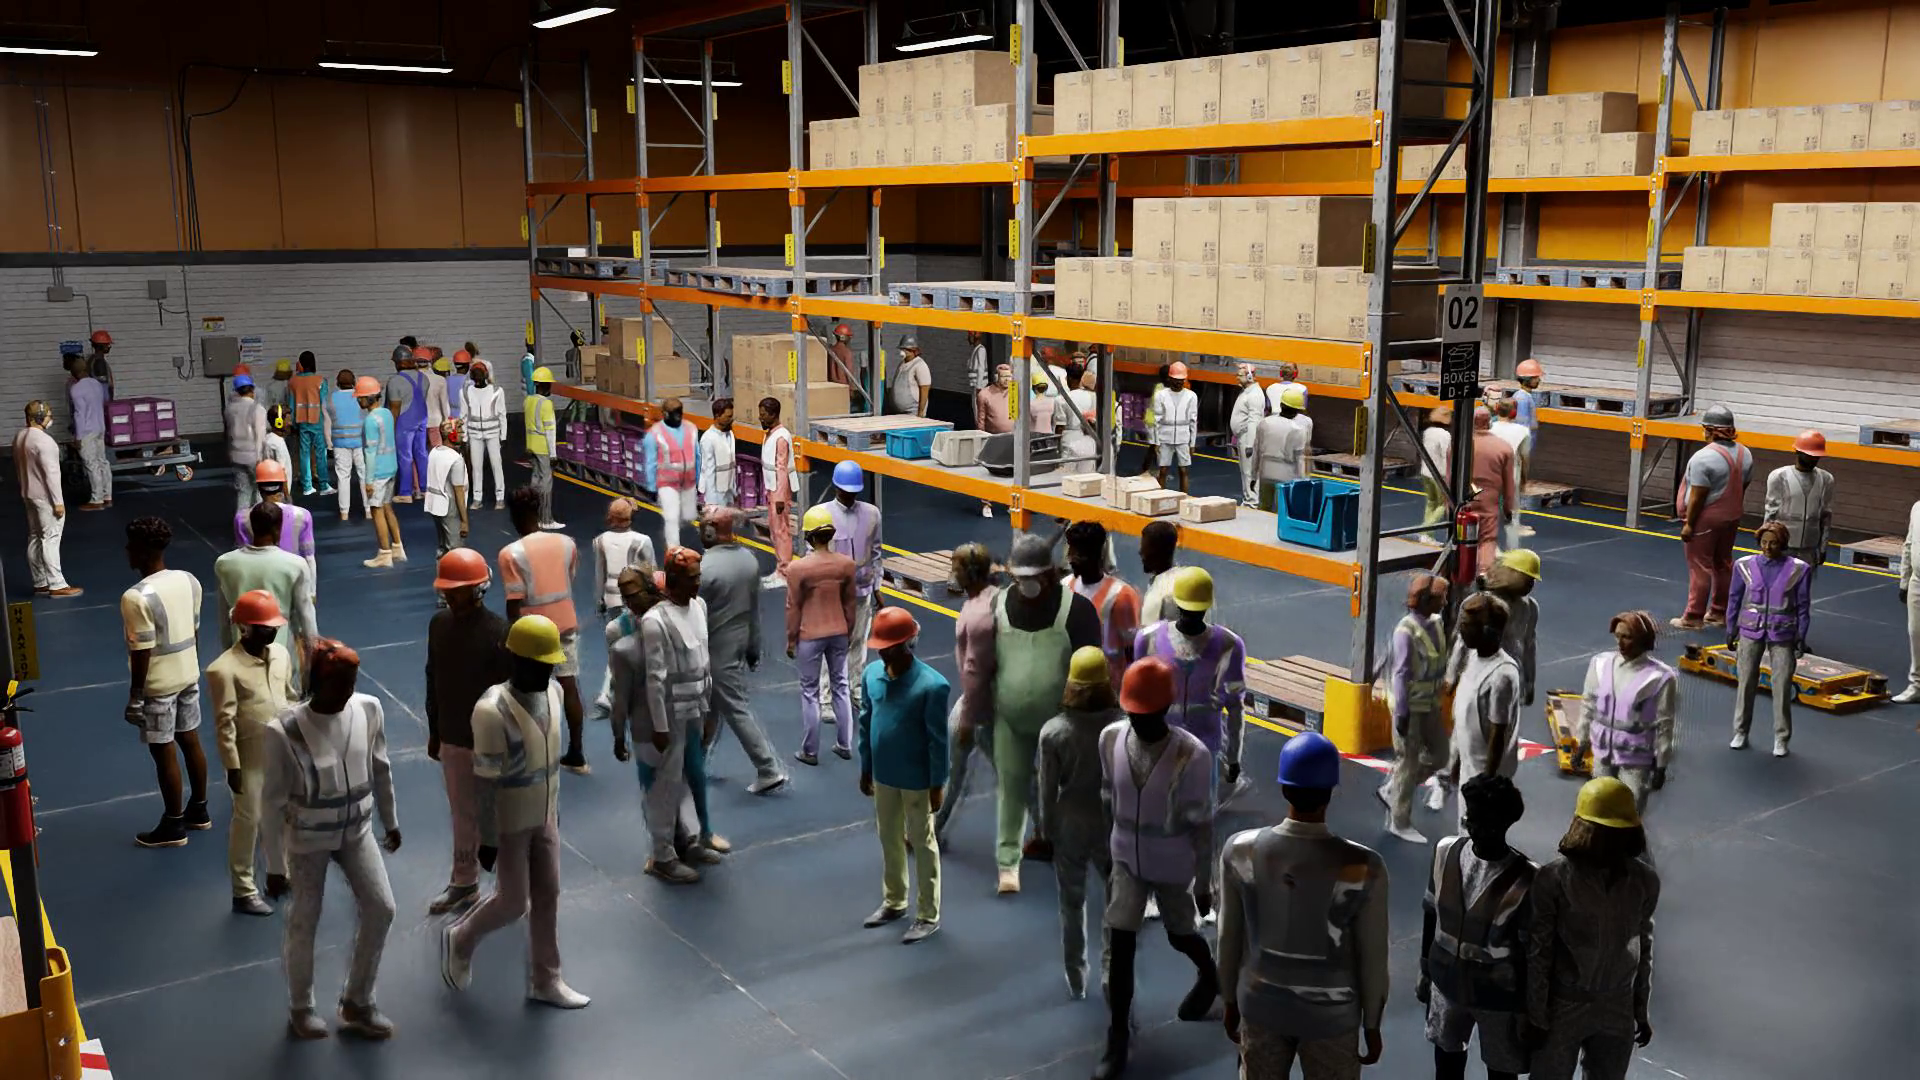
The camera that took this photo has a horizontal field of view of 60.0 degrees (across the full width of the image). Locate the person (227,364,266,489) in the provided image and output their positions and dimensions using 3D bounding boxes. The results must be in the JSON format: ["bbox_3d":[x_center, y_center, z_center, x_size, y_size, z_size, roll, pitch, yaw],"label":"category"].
[{"bbox_3d":[-9.728,-1.570,22.773,0.571,1.699,0.917,1,11,5],"label":"person"}]

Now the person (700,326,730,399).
[{"bbox_3d":[-4.178,-2.738,28.326,0.521,1.864,0.335,-4,12,-19],"label":"person"}]

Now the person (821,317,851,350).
[{"bbox_3d":[-2.396,-3.548,32.247,0.605,1.949,0.382,3,11,14],"label":"person"}]

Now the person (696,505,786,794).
[{"bbox_3d":[-1.526,0.700,10.736,0.973,1.870,0.647,5,12,22],"label":"person"}]

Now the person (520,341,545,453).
[{"bbox_3d":[-6.599,-2.232,25.854,0.568,1.837,0.637,-1,11,-4],"label":"person"}]

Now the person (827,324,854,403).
[{"bbox_3d":[-1.880,-2.425,26.391,0.391,1.991,0.612,-10,15,-41],"label":"person"}]

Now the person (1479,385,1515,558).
[{"bbox_3d":[5.702,-0.731,17.968,0.646,1.899,0.399,-3,11,-13],"label":"person"}]

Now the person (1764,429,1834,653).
[{"bbox_3d":[7.087,0.018,14.069,0.547,1.926,0.387,1,11,3],"label":"person"}]

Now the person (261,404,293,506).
[{"bbox_3d":[-6.723,-0.419,16.485,0.338,1.855,0.526,-8,14,-36],"label":"person"}]

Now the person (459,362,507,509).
[{"bbox_3d":[-6.007,-1.307,20.988,0.580,1.875,0.362,-1,11,-5],"label":"person"}]

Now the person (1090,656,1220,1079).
[{"bbox_3d":[0.909,1.364,7.305,0.552,1.892,0.938,7,13,32],"label":"person"}]

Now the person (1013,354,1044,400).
[{"bbox_3d":[0.900,-1.776,23.058,0.611,1.996,0.375,-11,15,-44],"label":"person"}]

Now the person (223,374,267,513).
[{"bbox_3d":[-8.118,-0.933,18.979,0.632,1.900,0.545,4,12,19],"label":"person"}]

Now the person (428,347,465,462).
[{"bbox_3d":[-7.392,-1.832,23.737,0.579,1.848,0.917,7,13,32],"label":"person"}]

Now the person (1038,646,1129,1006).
[{"bbox_3d":[0.602,1.349,7.741,0.494,1.729,0.513,1,11,4],"label":"person"}]

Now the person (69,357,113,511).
[{"bbox_3d":[-10.969,-1.333,20.944,0.371,1.936,0.629,0,11,0],"label":"person"}]

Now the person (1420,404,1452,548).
[{"bbox_3d":[5.304,-0.702,18.503,0.356,1.624,0.521,-3,11,-14],"label":"person"}]

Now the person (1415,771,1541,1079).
[{"bbox_3d":[1.925,1.672,6.179,0.318,1.698,0.533,-10,15,-40],"label":"person"}]

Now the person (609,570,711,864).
[{"bbox_3d":[-1.694,1.033,9.365,0.588,1.721,0.409,-8,14,-36],"label":"person"}]

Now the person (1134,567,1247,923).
[{"bbox_3d":[1.190,1.066,8.726,0.596,1.914,0.405,2,11,9],"label":"person"}]

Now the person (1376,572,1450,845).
[{"bbox_3d":[2.705,0.991,9.841,0.377,1.623,0.550,10,15,42],"label":"person"}]

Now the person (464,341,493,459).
[{"bbox_3d":[-7.278,-2.086,25.069,0.536,1.825,0.412,-3,12,-17],"label":"person"}]

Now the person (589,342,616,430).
[{"bbox_3d":[-5.672,-2.314,26.490,0.573,1.730,0.447,5,12,25],"label":"person"}]

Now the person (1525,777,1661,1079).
[{"bbox_3d":[2.262,1.689,5.970,0.487,1.746,0.287,-2,11,-10],"label":"person"}]

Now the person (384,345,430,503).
[{"bbox_3d":[-7.201,-1.509,21.573,0.538,2.000,0.690,5,12,25],"label":"person"}]

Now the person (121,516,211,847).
[{"bbox_3d":[-4.699,0.827,9.808,0.364,1.966,0.609,2,11,8],"label":"person"}]

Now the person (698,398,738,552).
[{"bbox_3d":[-2.393,-0.464,16.576,0.410,1.909,0.591,3,11,14],"label":"person"}]

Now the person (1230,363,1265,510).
[{"bbox_3d":[3.527,-1.226,20.496,0.399,1.900,0.644,0,11,0],"label":"person"}]

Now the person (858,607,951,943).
[{"bbox_3d":[-0.310,1.188,8.545,0.574,1.742,0.355,9,14,38],"label":"person"}]

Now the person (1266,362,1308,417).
[{"bbox_3d":[4.202,-1.386,21.472,0.565,1.839,0.390,8,13,34],"label":"person"}]

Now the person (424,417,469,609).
[{"bbox_3d":[-4.779,-0.226,15.547,0.387,1.837,0.560,-10,15,-41],"label":"person"}]

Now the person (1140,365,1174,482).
[{"bbox_3d":[2.751,-1.605,23.012,0.563,1.657,0.548,5,12,23],"label":"person"}]

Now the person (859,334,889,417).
[{"bbox_3d":[-1.392,-2.478,27.055,0.506,1.839,0.343,-8,13,-34],"label":"person"}]

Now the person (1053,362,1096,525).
[{"bbox_3d":[1.363,-1.138,19.867,0.607,1.966,0.367,-6,13,-29],"label":"person"}]

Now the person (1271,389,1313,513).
[{"bbox_3d":[3.594,-0.742,18.189,0.501,1.839,0.341,-1,11,-6],"label":"person"}]

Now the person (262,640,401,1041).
[{"bbox_3d":[-2.795,1.345,7.441,0.675,1.849,0.719,8,14,37],"label":"person"}]

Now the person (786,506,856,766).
[{"bbox_3d":[-0.946,0.645,11.282,0.518,1.757,0.339,-8,13,-34],"label":"person"}]

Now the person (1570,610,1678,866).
[{"bbox_3d":[3.538,1.170,8.914,0.356,1.629,0.535,-7,13,-32],"label":"person"}]

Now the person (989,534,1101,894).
[{"bbox_3d":[0.449,0.886,9.316,0.687,2.000,0.972,2,11,10],"label":"person"}]

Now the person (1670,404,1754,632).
[{"bbox_3d":[6.688,-0.205,14.901,0.684,2.000,0.538,-6,13,-28],"label":"person"}]

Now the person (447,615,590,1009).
[{"bbox_3d":[-2.089,1.259,7.764,0.662,1.903,0.615,5,12,22],"label":"person"}]

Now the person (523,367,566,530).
[{"bbox_3d":[-4.942,-1.089,19.725,0.373,1.924,0.600,-9,14,-39],"label":"person"}]

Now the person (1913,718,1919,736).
[{"bbox_3d":[7.036,0.525,11.483,0.485,1.917,0.687,-2,11,-10],"label":"person"}]

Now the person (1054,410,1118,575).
[{"bbox_3d":[1.324,-0.480,17.179,0.617,1.712,0.459,-7,13,-31],"label":"person"}]

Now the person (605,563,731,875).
[{"bbox_3d":[-1.665,0.988,9.416,0.661,1.805,0.458,-4,12,-19],"label":"person"}]
